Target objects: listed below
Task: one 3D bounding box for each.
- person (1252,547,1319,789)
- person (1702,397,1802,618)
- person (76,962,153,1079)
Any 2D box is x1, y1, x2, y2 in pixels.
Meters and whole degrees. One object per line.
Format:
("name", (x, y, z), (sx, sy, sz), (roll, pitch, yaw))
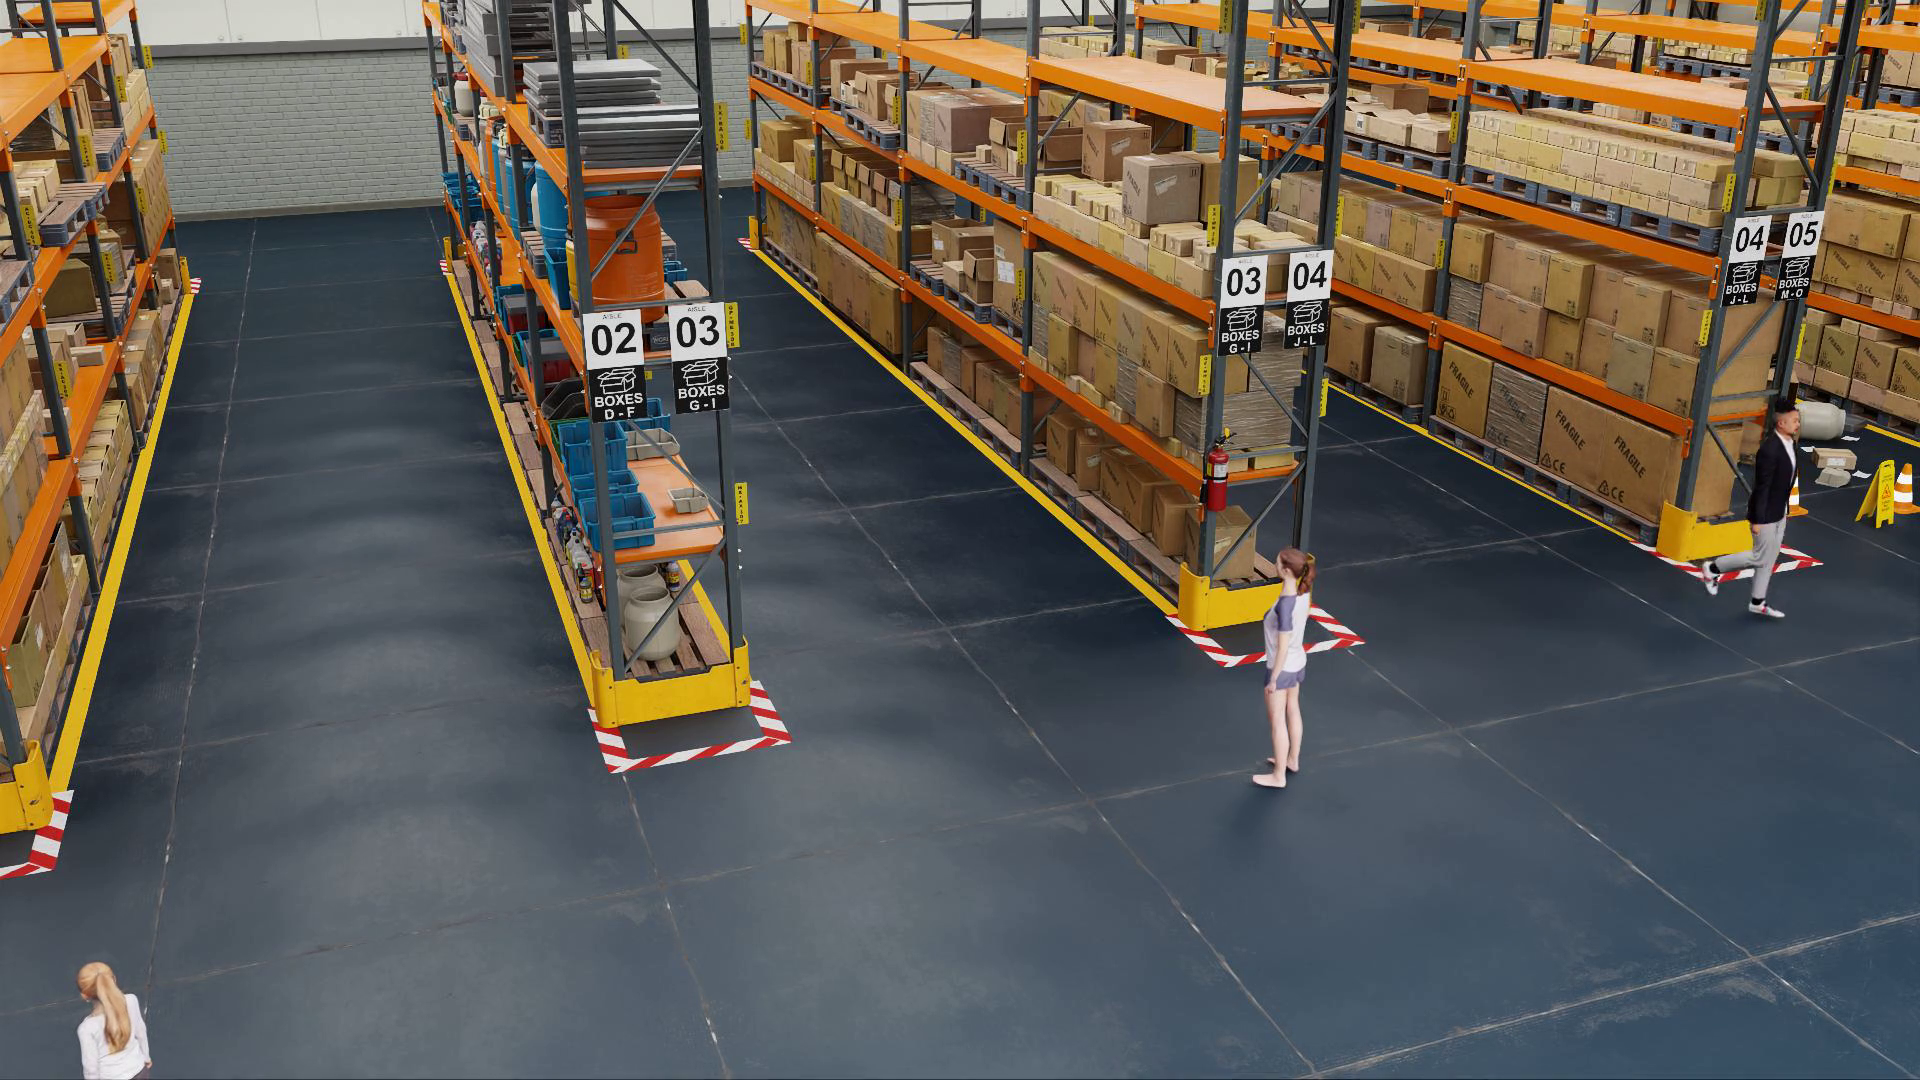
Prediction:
("person", (2.264, 0.877, 11.571), (0.712, 1.766, 0.674), (14, 26, 31))
("person", (6.821, -0.298, 14.213), (0.949, 1.940, 1.096), (-20, 30, -40))
("person", (-4.047, 2.585, 8.037), (0.637, 1.279, 0.581), (11, 25, 26))
